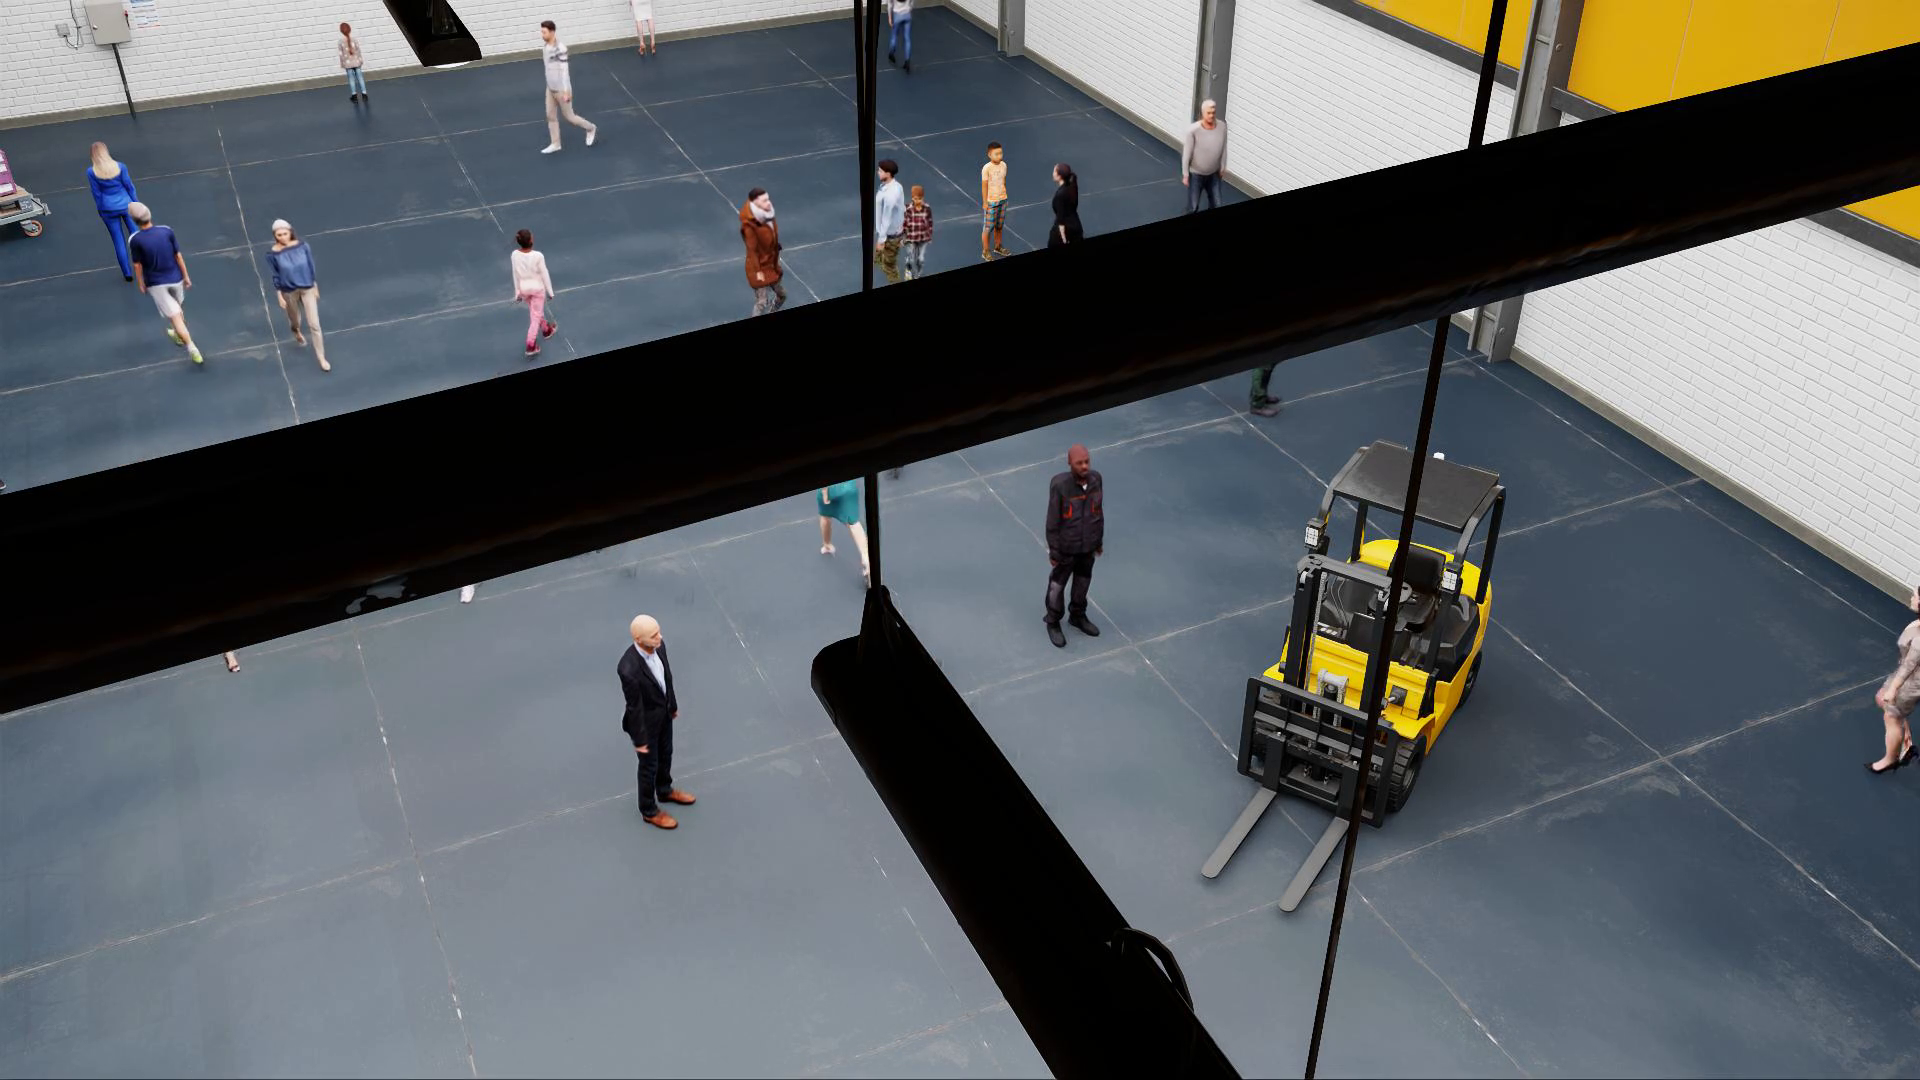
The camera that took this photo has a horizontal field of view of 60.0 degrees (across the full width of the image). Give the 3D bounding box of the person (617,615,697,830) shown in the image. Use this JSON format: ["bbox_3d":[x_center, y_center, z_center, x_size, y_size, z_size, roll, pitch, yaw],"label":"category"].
[{"bbox_3d":[-2.215,1.275,11.898,0.802,1.798,0.758,14,36,20],"label":"person"}]

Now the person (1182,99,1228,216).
[{"bbox_3d":[2.993,-4.580,20.624,0.821,1.891,0.762,-7,34,-10],"label":"person"}]

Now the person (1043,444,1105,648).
[{"bbox_3d":[0.941,-0.003,13.797,0.693,1.826,0.580,-16,37,-22],"label":"person"}]

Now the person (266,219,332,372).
[{"bbox_3d":[-7.182,-2.691,17.980,0.704,1.670,1.104,-20,39,-27],"label":"person"}]

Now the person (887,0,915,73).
[{"bbox_3d":[-0.896,-8.254,26.417,0.709,1.595,0.980,-9,35,-13],"label":"person"}]

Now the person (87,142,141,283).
[{"bbox_3d":[-10.004,-3.911,19.790,0.604,1.699,0.525,-15,36,-21],"label":"person"}]

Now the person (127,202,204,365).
[{"bbox_3d":[-8.540,-2.729,17.937,0.953,1.783,1.296,-28,43,-35],"label":"person"}]

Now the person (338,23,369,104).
[{"bbox_3d":[-9.250,-7.263,25.293,0.491,1.190,0.476,-17,37,-24],"label":"person"}]

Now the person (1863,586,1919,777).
[{"bbox_3d":[7.089,1.088,12.249,0.820,1.721,0.769,24,40,31],"label":"person"}]

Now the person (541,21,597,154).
[{"bbox_3d":[-5.566,-6.378,23.379,0.966,1.835,1.091,-28,43,-35],"label":"person"}]

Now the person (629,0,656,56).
[{"bbox_3d":[-5.191,-8.809,27.073,0.575,1.795,0.472,-15,37,-22],"label":"person"}]

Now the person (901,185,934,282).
[{"bbox_3d":[-0.529,-3.622,19.723,0.589,1.292,0.637,-10,35,-14],"label":"person"}]

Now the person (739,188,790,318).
[{"bbox_3d":[-2.244,-3.007,18.317,0.919,1.824,0.863,13,36,19],"label":"person"}]

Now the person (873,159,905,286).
[{"bbox_3d":[-0.731,-3.491,19.065,0.850,1.803,0.733,2,34,2],"label":"person"}]

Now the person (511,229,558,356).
[{"bbox_3d":[-4.709,-2.713,18.243,0.959,1.416,1.055,9,35,13],"label":"person"}]

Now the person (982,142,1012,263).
[{"bbox_3d":[0.422,-4.168,20.391,0.571,1.461,0.566,-26,41,-33],"label":"person"}]

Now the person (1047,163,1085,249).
[{"bbox_3d":[1.318,-3.528,19.299,1.196,1.605,0.899,26,42,33],"label":"person"}]
